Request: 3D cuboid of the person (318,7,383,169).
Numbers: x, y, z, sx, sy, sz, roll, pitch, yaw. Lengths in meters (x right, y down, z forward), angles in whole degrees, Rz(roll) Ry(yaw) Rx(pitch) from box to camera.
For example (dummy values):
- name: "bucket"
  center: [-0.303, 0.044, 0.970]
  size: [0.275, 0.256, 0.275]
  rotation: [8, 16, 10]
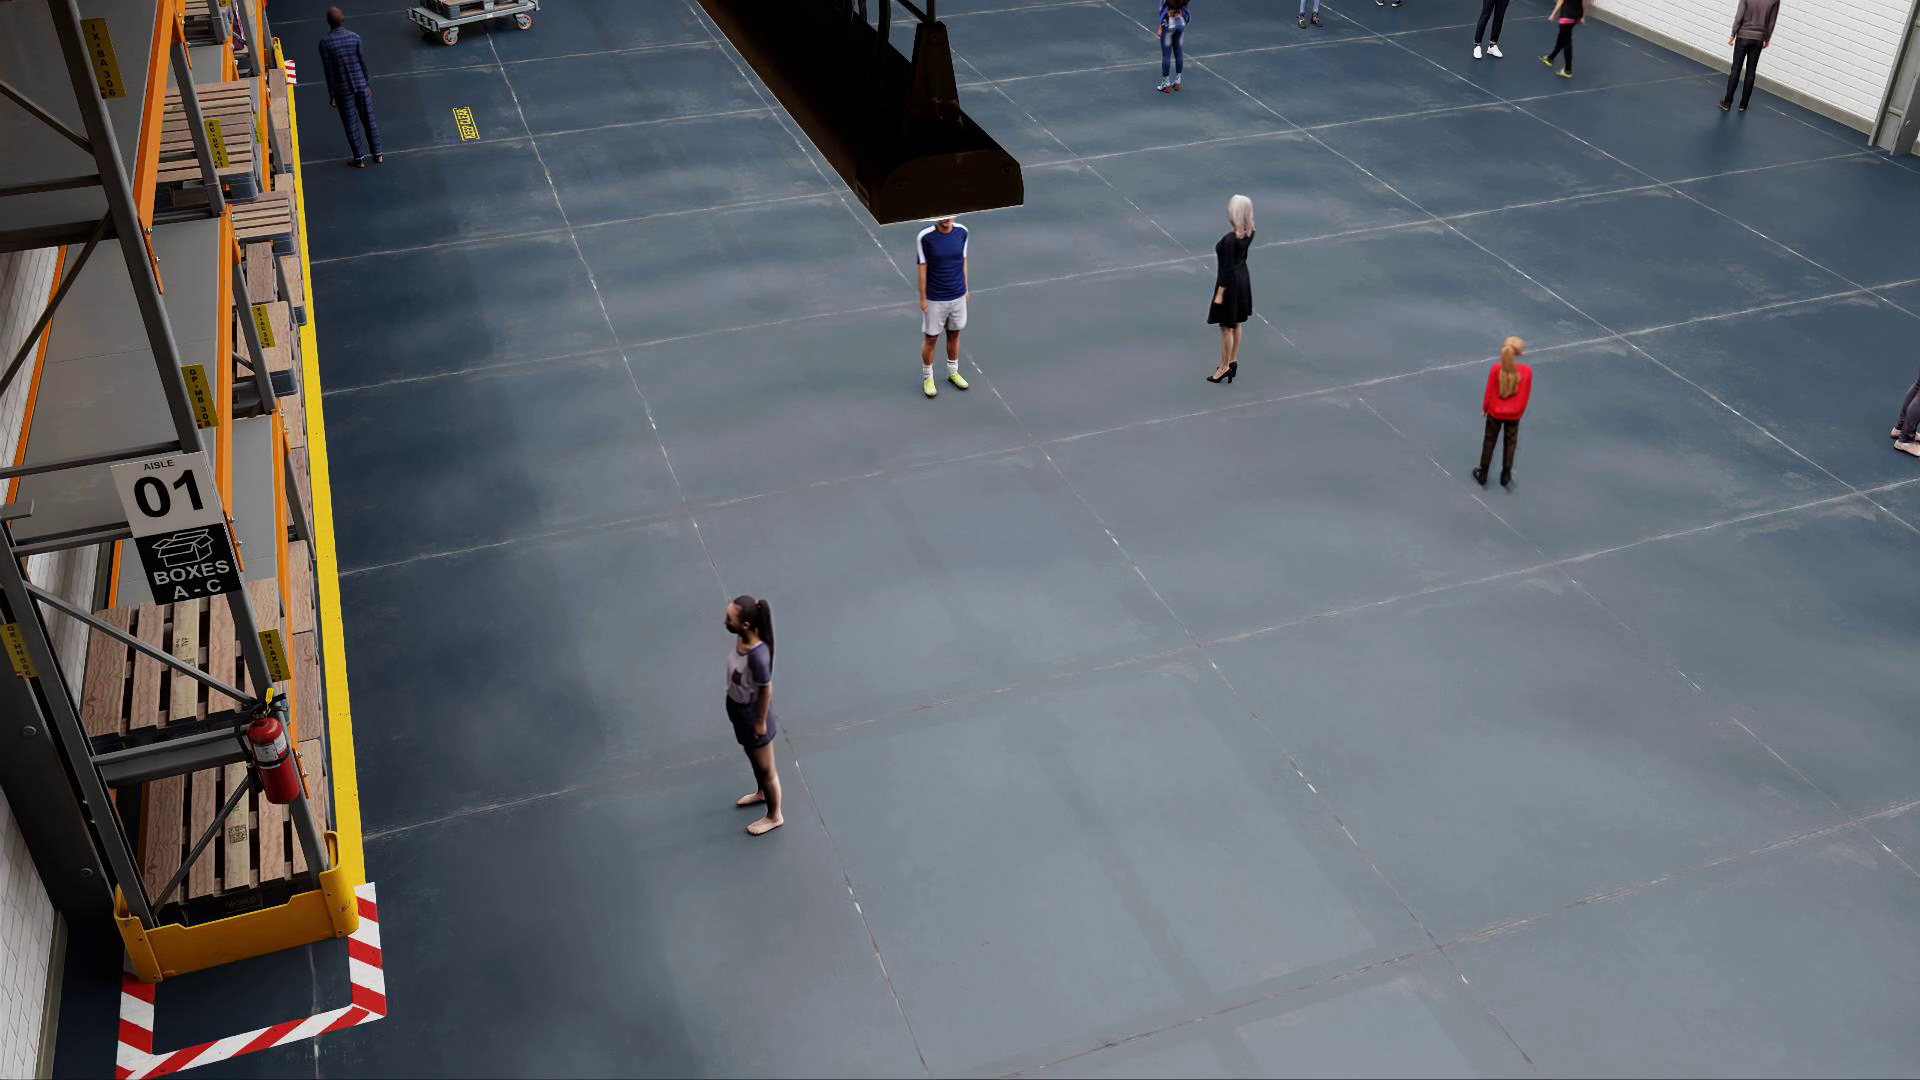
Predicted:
- name: "person"
  center: [-6.976, -5.187, 19.032]
  size: [0.734, 1.819, 0.722]
  rotation: [-25, 41, -32]

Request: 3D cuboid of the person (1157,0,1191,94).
- name: "person"
  center: [2.720, -6.554, 21.273]
  size: [0.613, 1.615, 0.564]
  rotation: [-15, 36, -21]

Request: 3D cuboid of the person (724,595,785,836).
- name: "person"
  center: [-1.215, 1.016, 9.852]
  size: [0.649, 1.650, 0.443]
  rotation: [-12, 35, -17]

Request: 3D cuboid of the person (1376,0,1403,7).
- name: "person"
  center: [6.425, -8.788, 24.489]
  size: [0.693, 1.776, 0.717]
  rotation: [10, 35, 14]

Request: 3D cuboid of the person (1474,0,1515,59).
- name: "person"
  center: [7.256, -7.458, 22.450]
  size: [0.754, 1.818, 0.661]
  rotation: [-5, 34, -8]

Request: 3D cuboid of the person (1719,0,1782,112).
- name: "person"
  center: [9.809, -6.222, 20.635]
  size: [0.713, 1.768, 0.716]
  rotation: [2, 34, 2]

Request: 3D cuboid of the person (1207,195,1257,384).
- name: "person"
  center: [2.384, -2.205, 14.611]
  size: [0.739, 1.747, 0.698]
  rotation: [19, 38, 27]

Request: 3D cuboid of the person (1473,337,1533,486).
- name: "person"
  center: [4.340, -1.027, 13.260]
  size: [0.577, 1.280, 0.614]
  rotation: [6, 34, 9]

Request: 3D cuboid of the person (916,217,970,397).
- name: "person"
  center: [-0.146, -2.152, 14.448]
  size: [0.661, 1.839, 0.597]
  rotation: [-16, 37, -23]

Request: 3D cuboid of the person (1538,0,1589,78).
- name: "person"
  center: [8.052, -6.834, 21.772]
  size: [0.667, 1.529, 0.938]
  rotation: [-20, 38, -27]

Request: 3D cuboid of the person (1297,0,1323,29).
- name: "person"
  center: [5.085, -8.179, 23.624]
  size: [0.590, 1.719, 0.510]
  rotation: [-10, 35, -14]
